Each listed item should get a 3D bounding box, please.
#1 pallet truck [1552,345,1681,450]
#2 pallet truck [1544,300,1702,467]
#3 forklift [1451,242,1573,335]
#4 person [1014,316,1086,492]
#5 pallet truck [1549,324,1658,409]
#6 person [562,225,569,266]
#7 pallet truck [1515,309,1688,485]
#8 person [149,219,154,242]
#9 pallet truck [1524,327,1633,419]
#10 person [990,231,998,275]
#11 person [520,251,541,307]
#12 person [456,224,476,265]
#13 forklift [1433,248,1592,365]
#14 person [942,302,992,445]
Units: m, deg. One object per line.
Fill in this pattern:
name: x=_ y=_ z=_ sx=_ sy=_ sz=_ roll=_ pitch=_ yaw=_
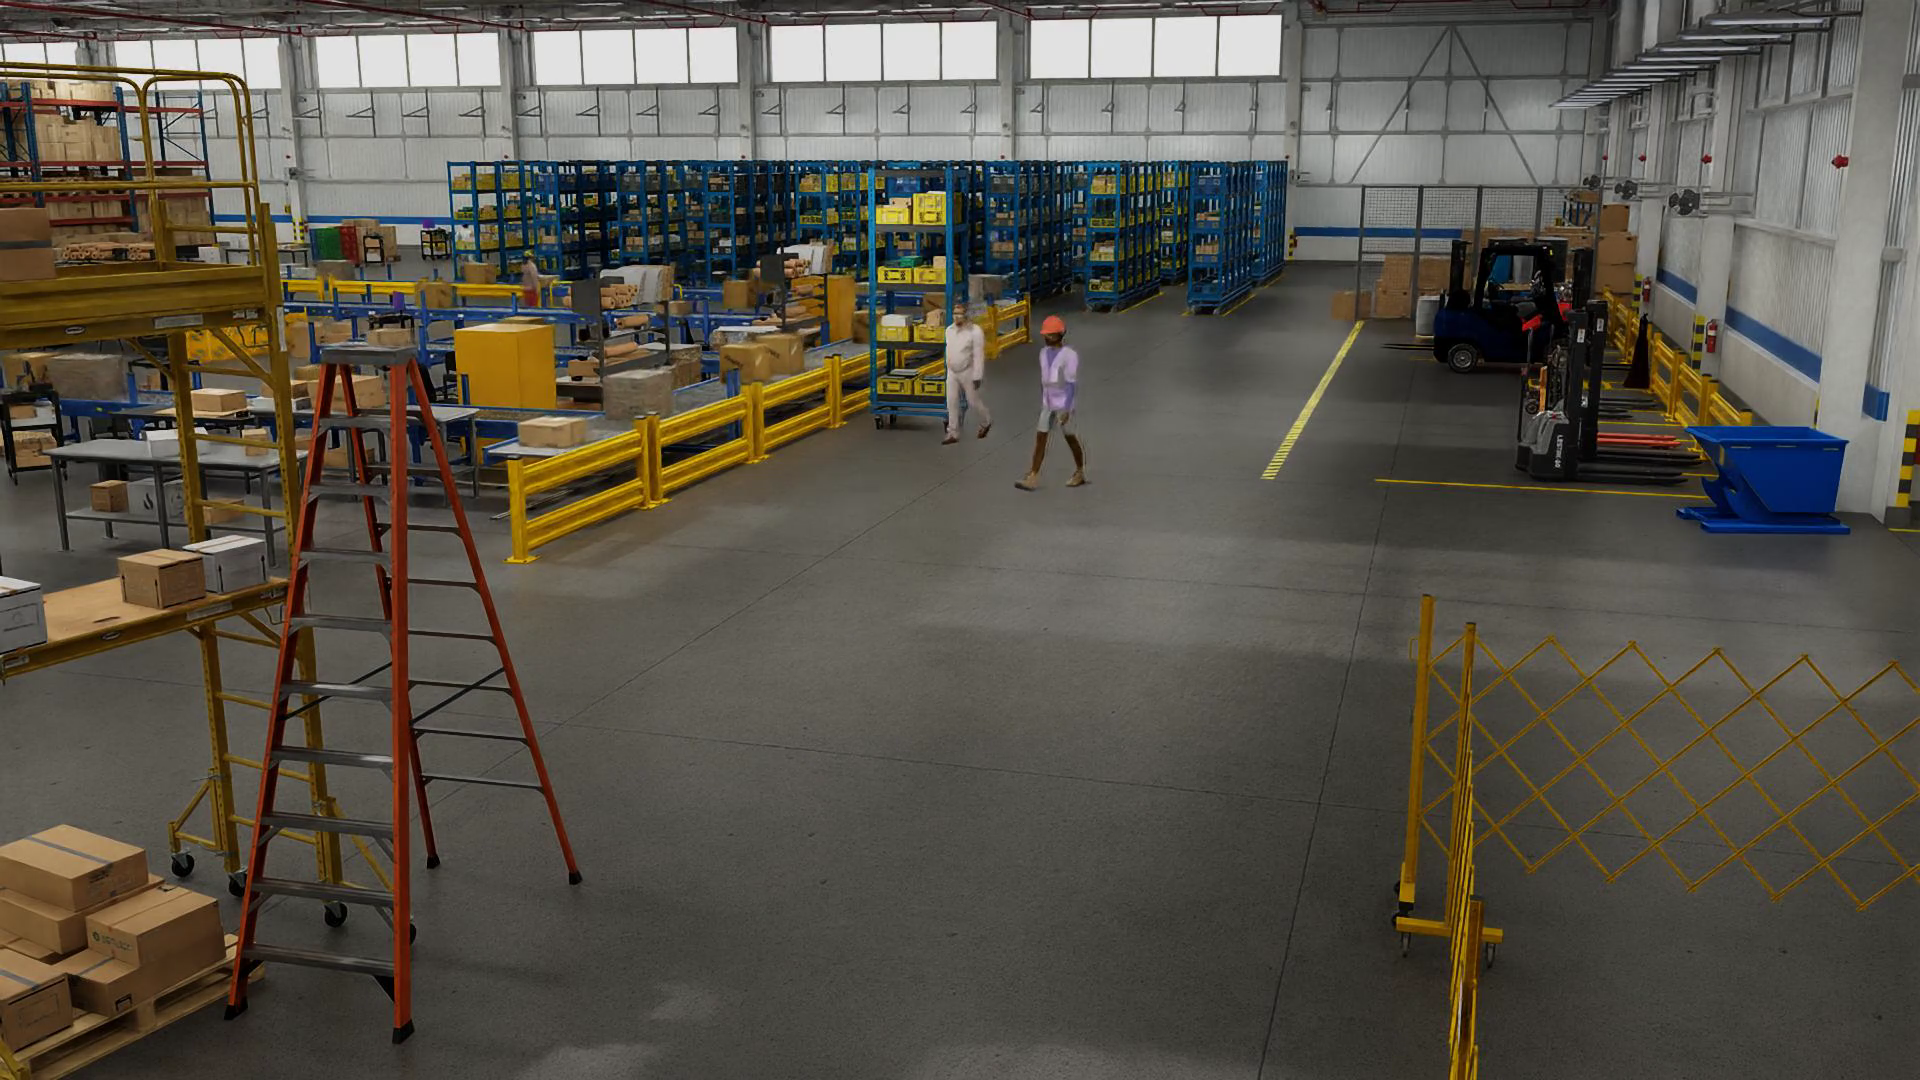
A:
pallet truck: x=8.641 y=-1.896 z=21.908 sx=1.630 sy=1.274 sz=0.653 roll=4 pitch=14 yaw=16
pallet truck: x=8.263 y=-1.952 z=20.631 sx=1.885 sy=1.965 sz=0.823 roll=5 pitch=14 yaw=20
forklift: x=10.464 y=-4.597 z=31.405 sx=2.680 sy=1.987 sz=1.157 roll=4 pitch=14 yaw=16
person: x=1.081 y=-1.537 z=18.858 sx=1.060 sy=1.987 sz=0.634 roll=-12 pitch=17 yaw=-41
pallet truck: x=9.824 y=-2.669 z=25.407 sx=1.601 sy=1.201 sz=0.680 roll=4 pitch=14 yaw=16
person: x=-12.371 y=-9.071 z=51.782 sx=0.497 sy=1.818 sz=0.595 roll=1 pitch=13 yaw=5
pallet truck: x=7.554 y=-1.677 z=19.446 sx=1.885 sy=1.965 sz=0.823 roll=3 pitch=13 yaw=14
person: x=-24.209 y=-8.802 z=50.228 sx=0.389 sy=1.993 sz=0.618 roll=-1 pitch=13 yaw=-5
pallet truck: x=9.065 y=-2.460 z=24.370 sx=1.522 sy=1.261 sz=0.704 roll=3 pitch=13 yaw=14
person: x=1.110 y=-8.511 z=49.321 sx=0.451 sy=1.828 sz=0.602 roll=5 pitch=14 yaw=22
person: x=-9.374 y=-5.412 z=36.192 sx=0.588 sy=1.732 sz=0.365 roll=12 pitch=17 yaw=41
person: x=-14.678 y=-8.615 z=49.584 sx=0.620 sy=1.922 sz=0.866 roll=-1 pitch=13 yaw=-4
forklift: x=9.780 y=-4.111 z=29.280 sx=2.680 sy=1.987 sz=1.157 roll=3 pitch=13 yaw=14
person: x=0.094 y=-2.226 z=22.097 sx=0.649 sy=1.880 sz=0.838 roll=9 pitch=16 yaw=33
